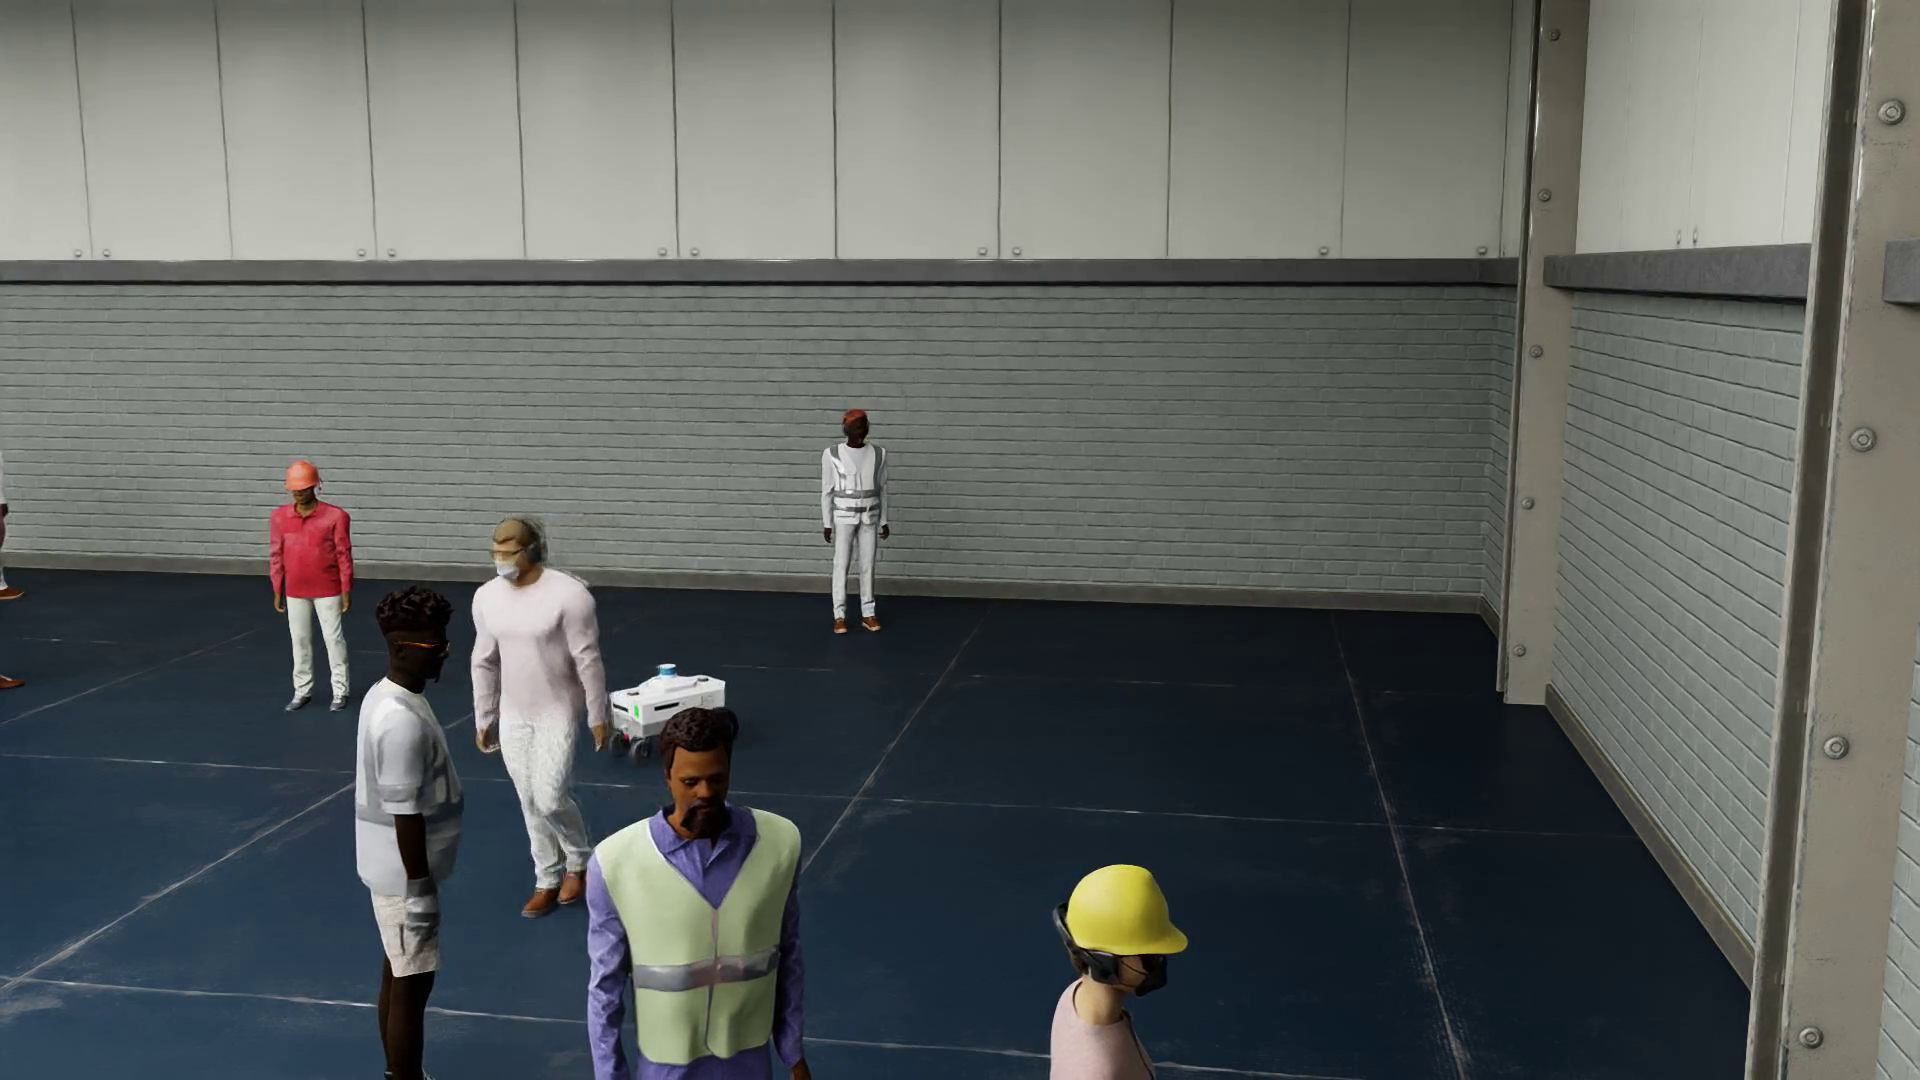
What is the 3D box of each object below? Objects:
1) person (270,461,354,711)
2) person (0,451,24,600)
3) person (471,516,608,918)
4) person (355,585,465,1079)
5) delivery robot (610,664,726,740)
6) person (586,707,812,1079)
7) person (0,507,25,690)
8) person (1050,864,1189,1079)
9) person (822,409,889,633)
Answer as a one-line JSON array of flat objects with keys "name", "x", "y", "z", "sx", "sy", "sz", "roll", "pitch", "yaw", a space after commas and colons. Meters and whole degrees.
[{"name": "person", "x": -4.462, "y": 0.320, "z": 11.440, "sx": 0.571, "sy": 1.743, "sz": 0.351, "roll": 0, "pitch": 9, "yaw": 0}, {"name": "person", "x": -8.993, "y": -0.382, "z": 15.326, "sx": 0.573, "sy": 1.886, "sz": 0.353, "roll": 5, "pitch": 10, "yaw": 27}, {"name": "person", "x": -1.976, "y": 0.830, "z": 7.746, "sx": 0.654, "sy": 1.919, "sz": 0.431, "roll": 4, "pitch": 10, "yaw": 21}, {"name": "person", "x": -1.904, "y": 1.126, "z": 5.788, "sx": 0.373, "sy": 1.963, "sz": 0.607, "roll": -4, "pitch": 10, "yaw": -22}, {"name": "delivery robot", "x": -1.833, "y": 1.024, "z": 10.464, "sx": 0.707, "sy": 0.478, "sz": 0.477, "roll": -8, "pitch": 13, "yaw": -42}, {"name": "person", "x": -0.688, "y": 1.370, "z": 4.424, "sx": 0.605, "sy": 1.916, "sz": 0.383, "roll": -5, "pitch": 10, "yaw": -27}, {"name": "person", "x": -7.126, "y": 0.141, "z": 12.053, "sx": 0.643, "sy": 1.905, "sz": 0.399, "roll": 7, "pitch": 12, "yaw": 37}, {"name": "person", "x": 0.326, "y": 1.566, "z": 3.687, "sx": 0.325, "sy": 1.767, "sz": 0.533, "roll": 0, "pitch": 9, "yaw": 2}, {"name": "person", "x": -0.873, "y": -0.160, "z": 13.962, "sx": 0.584, "sy": 1.883, "sz": 0.345, "roll": -4, "pitch": 10, "yaw": -22}]
